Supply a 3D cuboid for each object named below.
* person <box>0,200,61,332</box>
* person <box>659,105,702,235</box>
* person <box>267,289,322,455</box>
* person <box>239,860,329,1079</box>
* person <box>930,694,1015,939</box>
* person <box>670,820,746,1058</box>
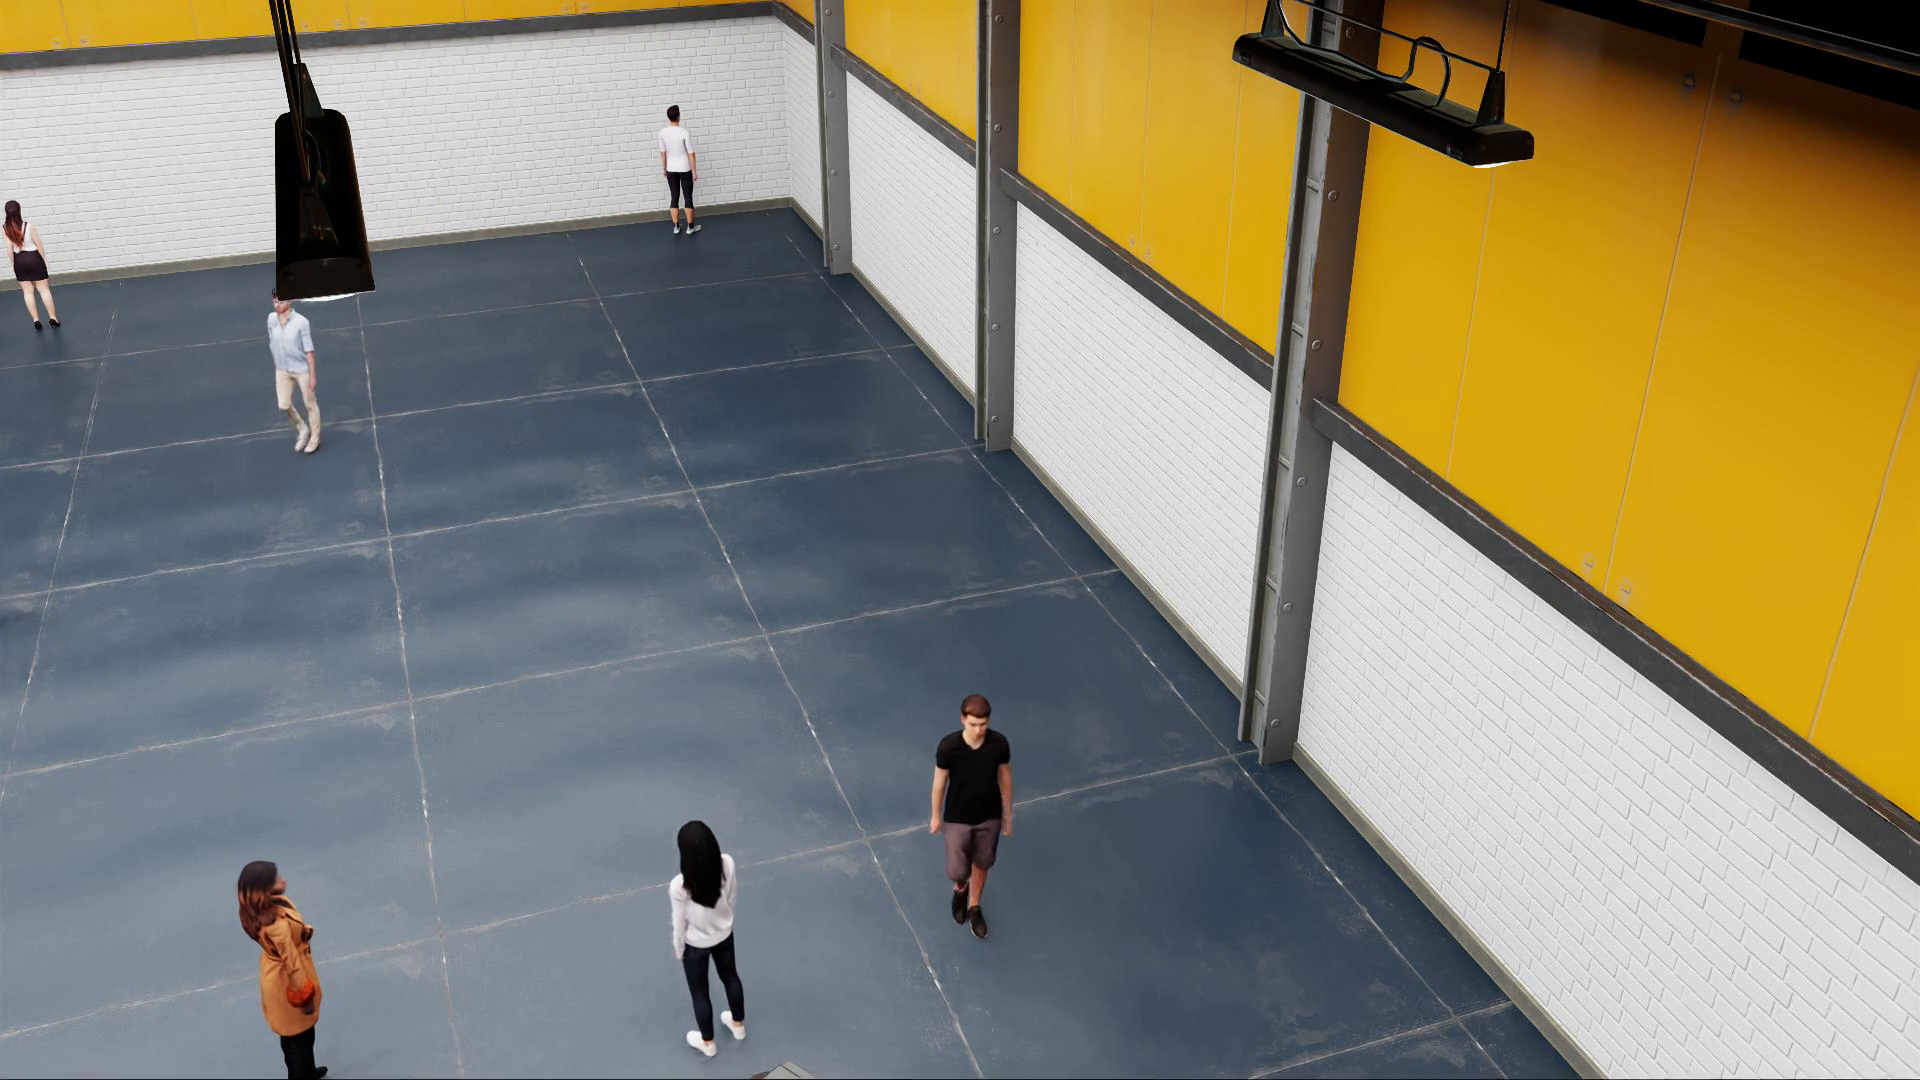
[{"bbox_3d":[-11.596,-3.423,20.703,0.553,1.648,0.499,-10,30,-18],"label":"person"},{"bbox_3d":[-4.061,-5.352,24.028,0.754,1.852,0.760,6,29,11],"label":"person"},{"bbox_3d":[-6.971,-1.825,17.575,0.779,1.839,0.793,4,29,7],"label":"person"},{"bbox_3d":[-3.893,2.565,9.650,0.813,1.722,0.642,-20,35,-33],"label":"person"},{"bbox_3d":[0.073,1.756,10.992,0.740,1.856,0.718,-5,29,-10],"label":"person"},{"bbox_3d":[-1.519,2.388,9.996,0.684,1.700,0.671,-23,36,-35],"label":"person"}]
